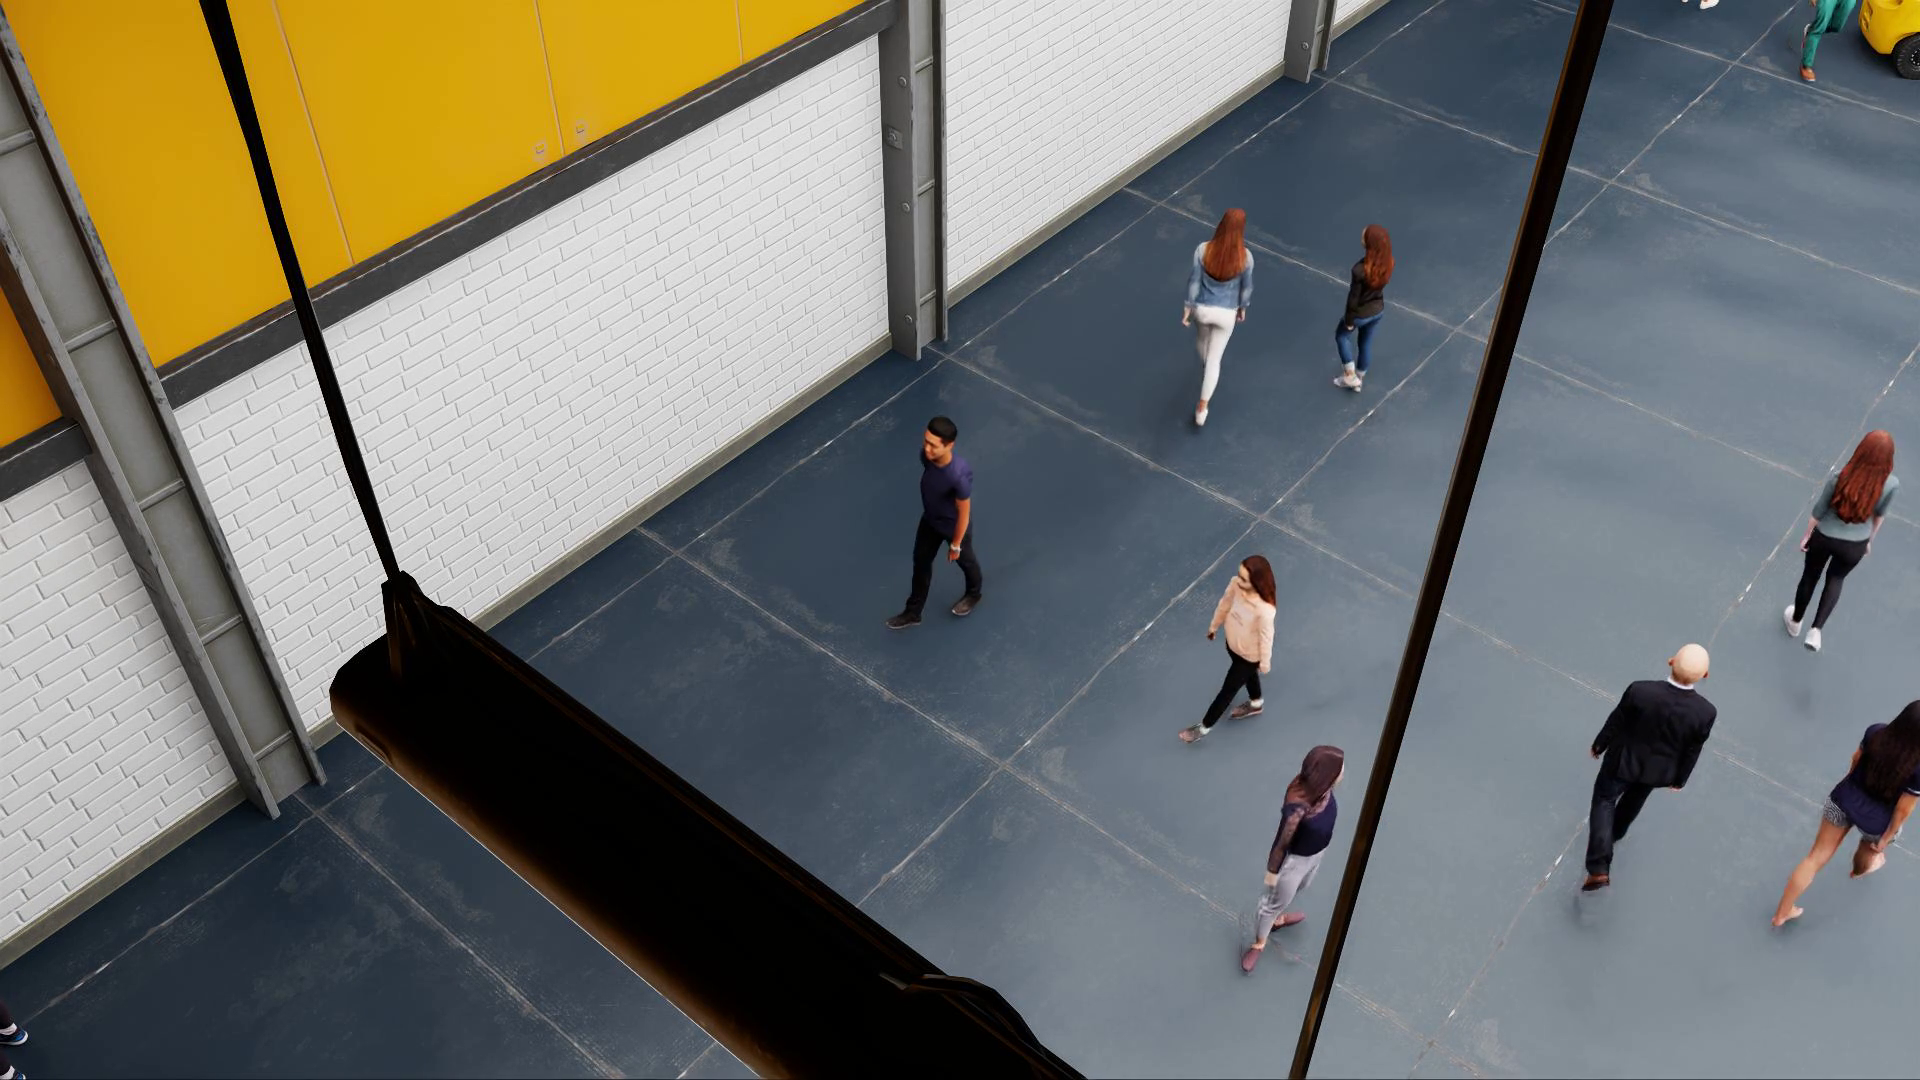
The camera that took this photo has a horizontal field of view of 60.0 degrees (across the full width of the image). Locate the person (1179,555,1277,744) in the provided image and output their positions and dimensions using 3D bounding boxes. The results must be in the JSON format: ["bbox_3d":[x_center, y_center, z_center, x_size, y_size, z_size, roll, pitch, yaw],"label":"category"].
[{"bbox_3d":[1.811,0.637,10.253,0.997,1.454,0.834,-17,46,-17],"label":"person"}]

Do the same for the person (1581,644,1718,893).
[{"bbox_3d":[3.807,1.292,9.326,0.927,1.783,1.147,13,45,13],"label":"person"}]

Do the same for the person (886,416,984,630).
[{"bbox_3d":[-0.008,-0.156,10.863,0.999,1.759,0.766,-30,51,-28],"label":"person"}]

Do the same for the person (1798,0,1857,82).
[{"bbox_3d":[8.648,-5.481,16.460,0.955,1.750,1.039,0,44,0],"label":"person"}]

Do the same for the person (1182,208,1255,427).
[{"bbox_3d":[1.890,-1.635,12.492,0.907,1.654,1.205,11,45,11],"label":"person"}]

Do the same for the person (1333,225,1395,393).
[{"bbox_3d":[3.138,-1.728,12.723,0.593,1.471,0.711,-19,47,-19],"label":"person"}]

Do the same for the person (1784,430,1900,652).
[{"bbox_3d":[5.630,0.065,10.654,0.758,1.730,0.922,13,45,14],"label":"person"}]

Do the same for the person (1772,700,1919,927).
[{"bbox_3d":[4.889,1.536,9.115,1.179,1.722,0.834,-23,48,-22],"label":"person"}]

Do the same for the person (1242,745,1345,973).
[{"bbox_3d":[1.804,1.730,9.003,0.477,1.595,0.827,-33,52,-30],"label":"person"}]
